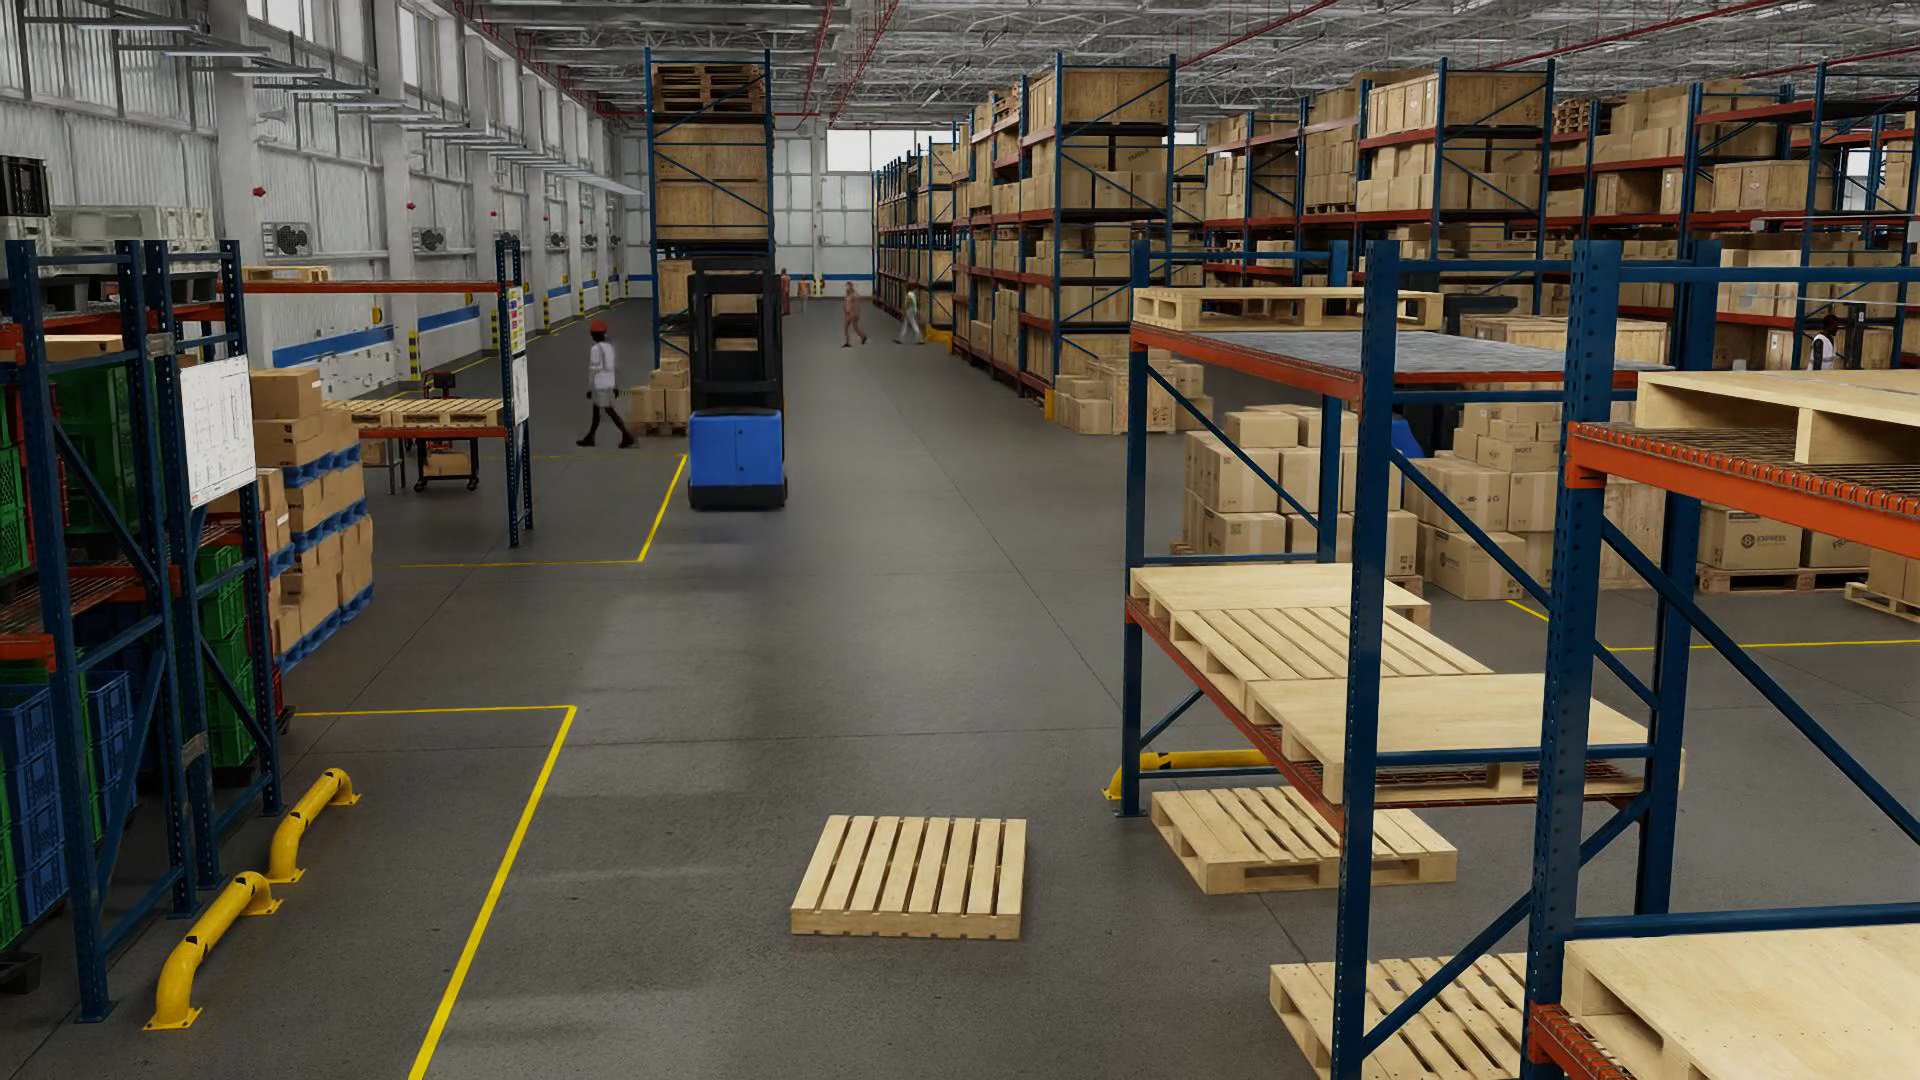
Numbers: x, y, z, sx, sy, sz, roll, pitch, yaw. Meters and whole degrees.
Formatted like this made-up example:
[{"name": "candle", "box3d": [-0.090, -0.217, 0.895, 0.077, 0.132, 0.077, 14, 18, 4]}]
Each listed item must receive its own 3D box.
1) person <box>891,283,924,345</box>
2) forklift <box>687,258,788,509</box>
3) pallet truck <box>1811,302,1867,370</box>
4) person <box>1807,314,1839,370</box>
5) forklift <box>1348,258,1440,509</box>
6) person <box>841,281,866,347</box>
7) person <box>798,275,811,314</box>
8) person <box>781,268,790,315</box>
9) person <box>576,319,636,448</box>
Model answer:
[{"name": "person", "box3d": [-1.494, -6.551, 48.236, 0.959, 1.792, 0.594, 0, 10, 0]}, {"name": "forklift", "box3d": [-2.586, -1.853, 19.199, 1.129, 2.768, 1.873, -1, 10, -6]}, {"name": "pallet truck", "box3d": [15.846, -3.142, 28.793, 1.885, 1.965, 0.823, 2, 10, 12]}, {"name": "person", "box3d": [13.133, -2.479, 25.362, 0.402, 1.910, 0.589, 10, 14, 44]}, {"name": "forklift", "box3d": [4.932, -1.725, 18.490, 1.873, 2.768, 1.129, -1, 10, -7]}, {"name": "person", "box3d": [-3.050, -6.432, 47.349, 0.656, 1.882, 0.643, -8, 13, -36]}, {"name": "person", "box3d": [-6.408, -10.149, 68.701, 0.542, 1.591, 0.864, 2, 10, 11]}, {"name": "person", "box3d": [-7.114, -10.038, 67.253, 0.401, 1.906, 0.649, 5, 11, 24]}, {"name": "person", "box3d": [-5.186, -2.282, 24.347, 1.010, 1.893, 0.555, 3, 11, 15]}]
